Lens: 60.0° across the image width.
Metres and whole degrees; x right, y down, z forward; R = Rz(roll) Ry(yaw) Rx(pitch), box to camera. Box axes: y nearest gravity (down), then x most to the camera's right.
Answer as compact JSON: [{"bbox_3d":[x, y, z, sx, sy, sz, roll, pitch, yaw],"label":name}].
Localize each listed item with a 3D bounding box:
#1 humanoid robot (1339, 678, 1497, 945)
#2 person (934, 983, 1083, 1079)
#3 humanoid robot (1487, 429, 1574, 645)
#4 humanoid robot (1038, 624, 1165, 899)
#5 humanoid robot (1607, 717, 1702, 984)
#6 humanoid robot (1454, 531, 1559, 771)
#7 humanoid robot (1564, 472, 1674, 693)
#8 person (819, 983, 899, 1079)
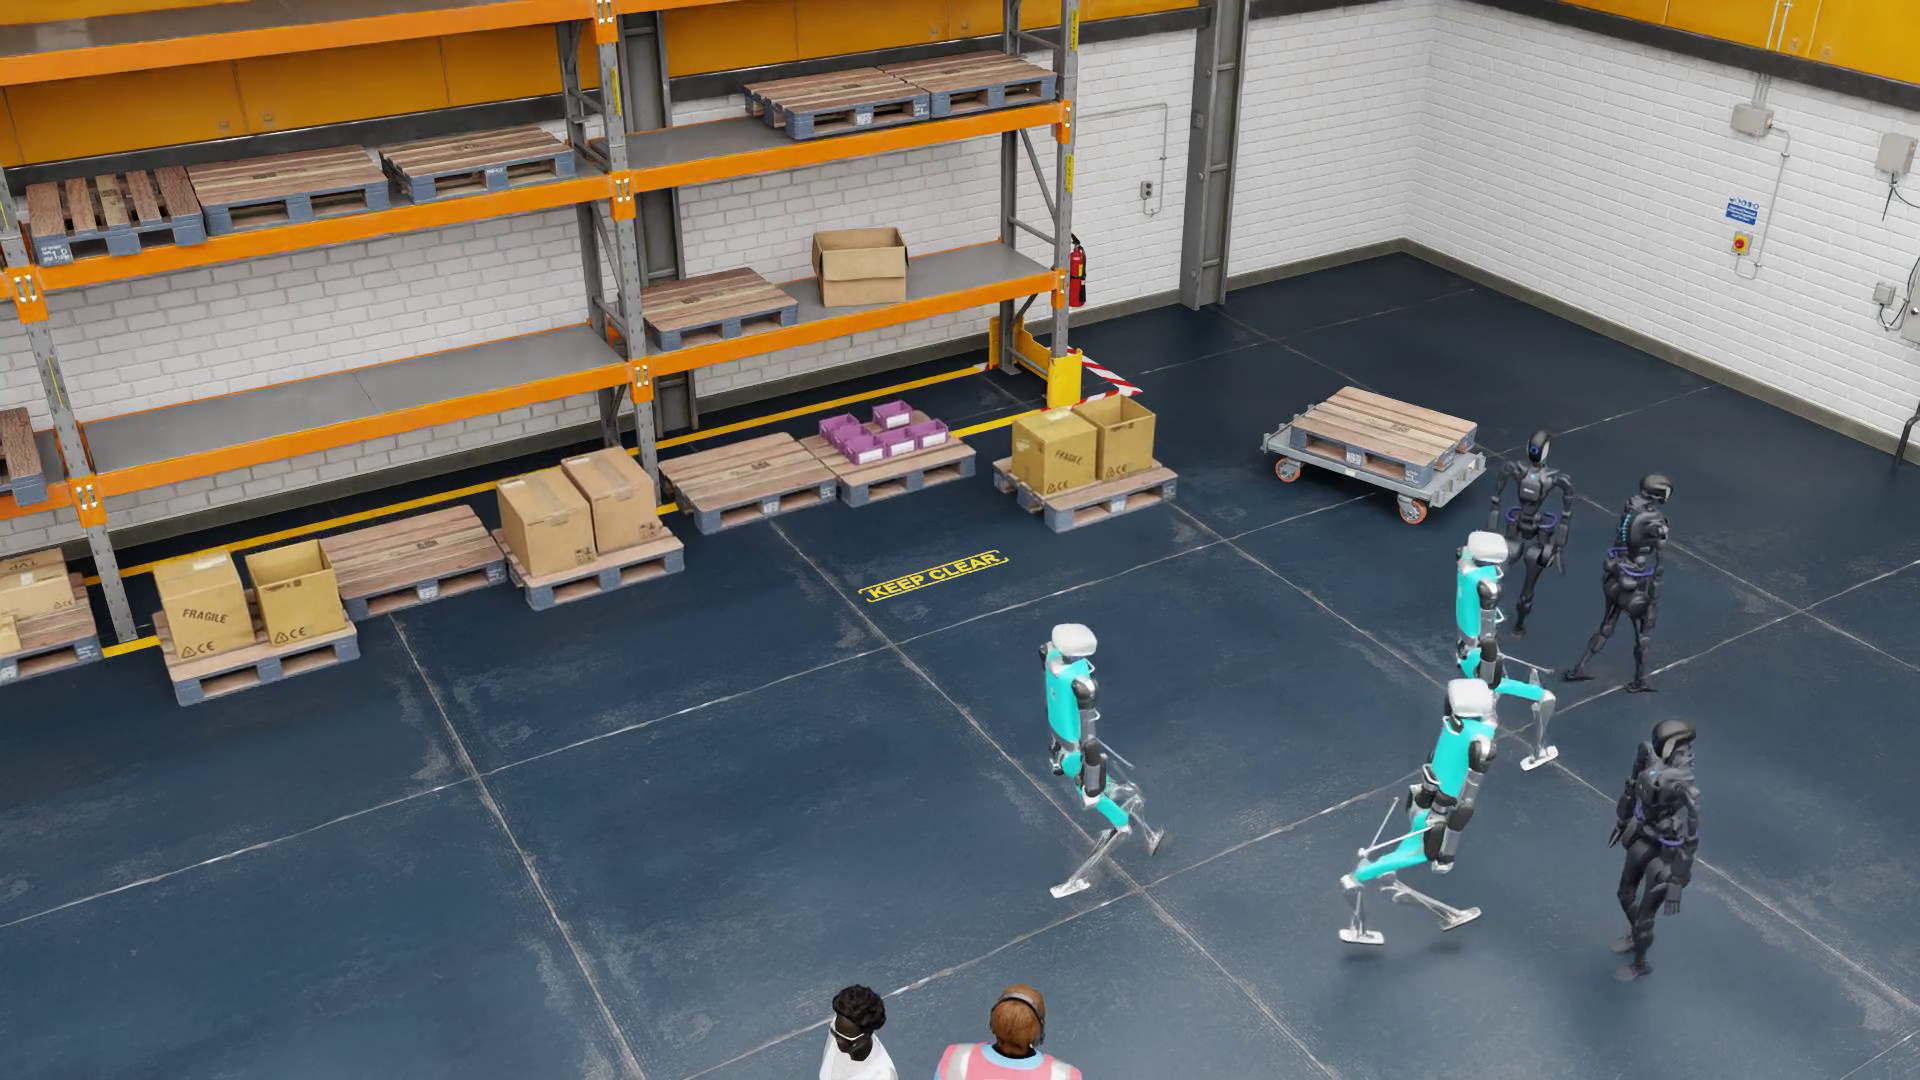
[{"bbox_3d":[2.376,1.503,8.816,1.029,1.722,0.542,-1,29,-2],"label":"humanoid robot"},{"bbox_3d":[0.209,2.563,6.854,0.630,1.837,0.431,6,30,10],"label":"person"},{"bbox_3d":[3.908,0.034,11.497,0.586,1.647,0.539,17,34,27],"label":"humanoid robot"},{"bbox_3d":[0.901,1.203,9.376,0.919,1.789,0.554,-12,32,-20],"label":"humanoid robot"},{"bbox_3d":[3.683,1.613,8.708,0.434,1.654,0.599,-7,30,-13],"label":"humanoid robot"},{"bbox_3d":[3.439,0.745,10.218,1.000,1.780,0.534,-2,30,-3],"label":"humanoid robot"},{"bbox_3d":[4.489,0.267,11.102,0.608,1.648,0.606,-4,30,-8],"label":"humanoid robot"},{"bbox_3d":[-0.418,2.535,7.031,0.320,1.699,0.531,-16,33,-26],"label":"person"}]
